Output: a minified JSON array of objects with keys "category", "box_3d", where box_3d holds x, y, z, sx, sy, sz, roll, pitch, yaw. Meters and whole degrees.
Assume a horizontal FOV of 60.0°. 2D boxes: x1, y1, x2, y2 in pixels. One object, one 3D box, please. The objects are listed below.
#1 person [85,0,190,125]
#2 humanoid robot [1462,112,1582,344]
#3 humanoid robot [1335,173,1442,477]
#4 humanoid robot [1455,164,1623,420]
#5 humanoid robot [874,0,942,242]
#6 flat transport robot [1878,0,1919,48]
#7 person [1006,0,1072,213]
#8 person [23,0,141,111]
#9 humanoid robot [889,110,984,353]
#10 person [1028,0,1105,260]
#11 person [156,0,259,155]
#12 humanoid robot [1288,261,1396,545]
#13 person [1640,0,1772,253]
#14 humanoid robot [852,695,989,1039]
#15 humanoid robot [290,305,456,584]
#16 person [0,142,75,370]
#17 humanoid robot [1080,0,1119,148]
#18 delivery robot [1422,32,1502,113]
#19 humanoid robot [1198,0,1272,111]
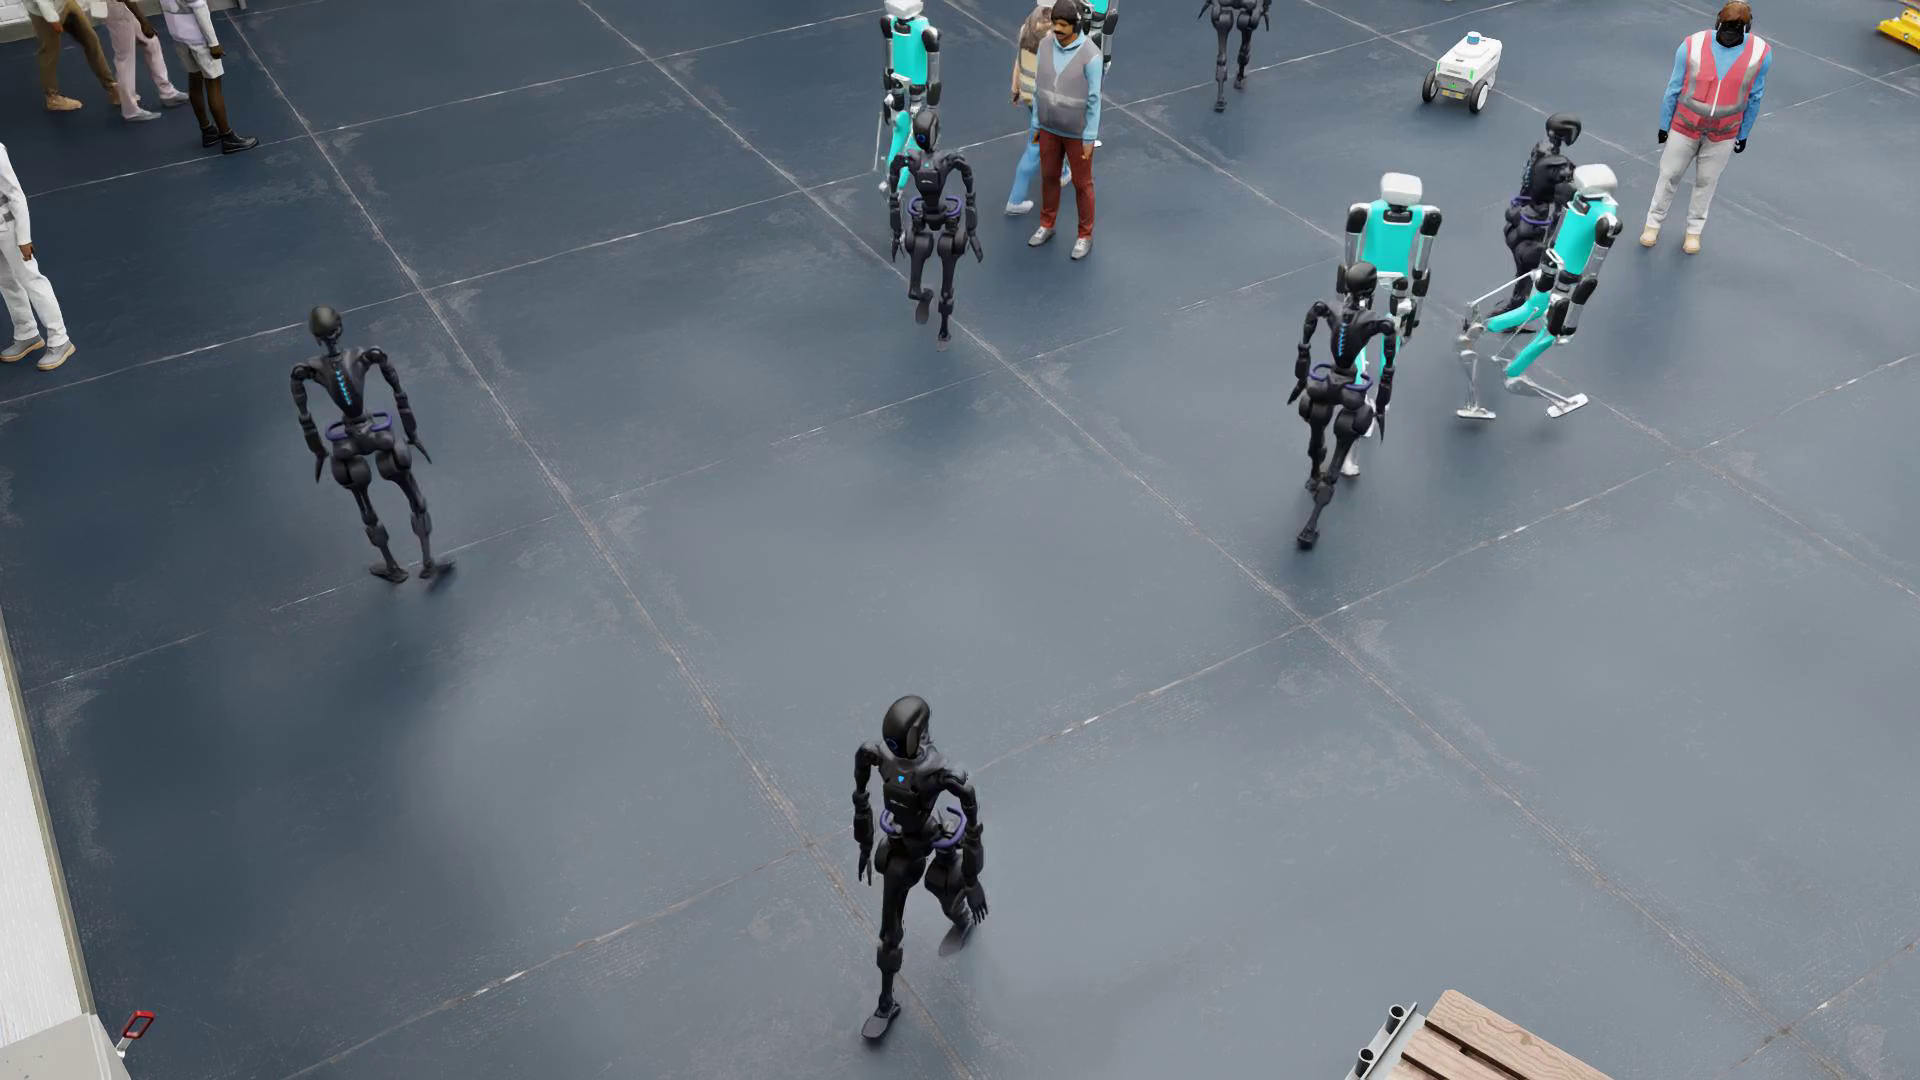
[{"category":"person","box_3d":[-6.680,-4.291,13.452,0.769,1.815,0.610,-24,44,-27]},{"category":"humanoid robot","box_3d":[3.609,-1.993,10.689,0.620,1.639,0.606,-4,39,-5]},{"category":"humanoid robot","box_3d":[2.440,-1.149,9.574,0.530,1.778,0.912,1,38,1]},{"category":"humanoid robot","box_3d":[3.368,-1.381,9.869,1.037,1.739,0.538,-5,39,-6]},{"category":"humanoid robot","box_3d":[-0.459,-2.936,11.833,0.561,1.809,0.743,32,48,34]},{"category":"flat transport robot","box_3d":[9.266,-4.755,15.292,1.431,0.231,0.659,-13,40,-16]},{"category":"person","box_3d":[0.631,-3.284,12.297,0.892,1.674,0.531,-32,48,-34]},{"category":"person","box_3d":[-7.324,-4.302,13.550,0.872,1.710,0.522,3,39,4]},{"category":"humanoid robot","box_3d":[-0.146,-1.998,10.680,0.612,1.647,0.386,5,39,6]},{"category":"person","box_3d":[0.757,-2.893,11.657,0.530,1.870,0.416,22,44,26]},{"category":"person","box_3d":[-5.960,-3.966,12.955,0.548,1.937,0.355,24,44,27]},{"category":"humanoid robot","box_3d":[2.097,-0.799,9.207,0.590,1.622,0.801,21,43,24]},{"category":"person","box_3d":[5.231,-2.894,11.691,0.628,1.836,0.431,12,40,15]},{"category":"humanoid robot","box_3d":[-0.146,1.261,6.610,0.600,1.631,0.792,16,41,19]},{"category":"humanoid robot","box_3d":[-3.113,-0.463,8.748,0.601,1.646,0.428,-12,40,-15]},{"category":"person","box_3d":[-6.070,-1.951,10.455,0.573,1.882,0.355,14,40,17]},{"category":"humanoid robot","box_3d":[0.876,-3.856,12.868,0.735,1.677,0.533,-12,40,-15]},{"category":"delivery robot","box_3d":[4.295,-3.989,14.104,0.499,0.606,0.794,23,44,26]},{"category":"humanoid robot","box_3d":[2.293,-4.463,13.823,0.600,1.630,0.769,8,39,10]}]
